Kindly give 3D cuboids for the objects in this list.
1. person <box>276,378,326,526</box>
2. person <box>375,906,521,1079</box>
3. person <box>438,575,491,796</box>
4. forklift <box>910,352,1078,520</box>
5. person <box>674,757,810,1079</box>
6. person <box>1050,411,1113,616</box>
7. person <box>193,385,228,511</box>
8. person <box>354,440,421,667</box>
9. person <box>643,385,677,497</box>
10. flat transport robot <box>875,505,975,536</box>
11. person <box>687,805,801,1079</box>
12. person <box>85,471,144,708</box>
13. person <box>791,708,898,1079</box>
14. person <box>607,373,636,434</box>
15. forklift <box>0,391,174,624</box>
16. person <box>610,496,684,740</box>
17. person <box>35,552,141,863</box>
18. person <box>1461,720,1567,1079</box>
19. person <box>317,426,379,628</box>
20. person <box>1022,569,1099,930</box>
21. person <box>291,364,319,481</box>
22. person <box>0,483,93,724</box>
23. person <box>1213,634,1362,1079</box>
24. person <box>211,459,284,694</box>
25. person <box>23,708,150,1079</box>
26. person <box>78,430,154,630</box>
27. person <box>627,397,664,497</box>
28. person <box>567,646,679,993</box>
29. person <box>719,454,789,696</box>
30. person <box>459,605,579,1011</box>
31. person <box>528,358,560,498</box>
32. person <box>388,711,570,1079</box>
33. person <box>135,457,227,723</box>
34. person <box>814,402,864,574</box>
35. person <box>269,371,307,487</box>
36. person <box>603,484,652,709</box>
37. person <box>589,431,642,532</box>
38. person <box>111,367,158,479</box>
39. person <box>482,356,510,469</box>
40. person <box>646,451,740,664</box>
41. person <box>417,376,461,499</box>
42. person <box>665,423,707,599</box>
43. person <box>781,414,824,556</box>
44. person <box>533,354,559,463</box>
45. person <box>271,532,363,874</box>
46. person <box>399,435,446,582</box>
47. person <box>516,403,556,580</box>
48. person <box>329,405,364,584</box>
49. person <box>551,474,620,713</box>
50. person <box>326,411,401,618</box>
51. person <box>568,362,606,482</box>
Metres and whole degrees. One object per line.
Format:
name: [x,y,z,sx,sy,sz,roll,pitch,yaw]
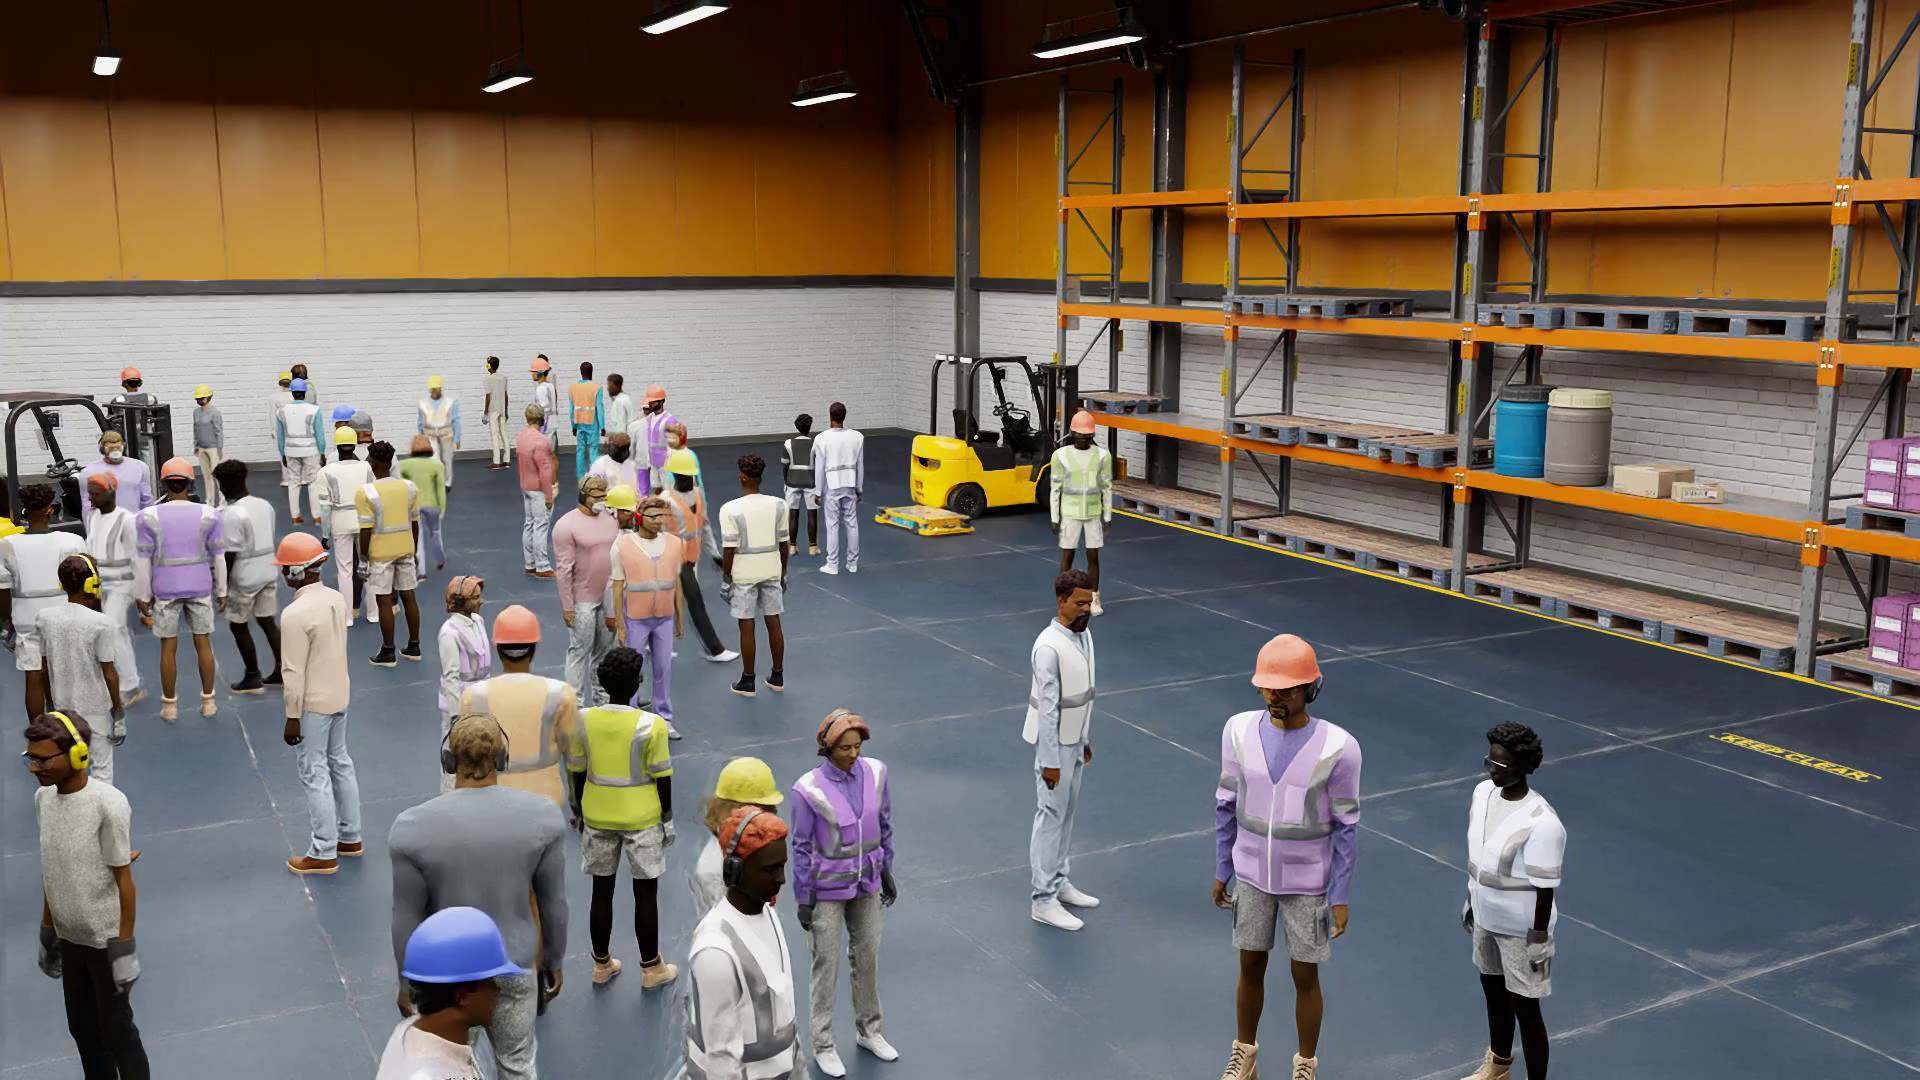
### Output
person: [-8.595,-1.142,21.748,0.606,1.939,0.416,0,10,1]
person: [-1.313,1.894,4.285,0.422,1.931,0.693,-3,10,-17]
person: [-3.026,1.019,10.187,0.316,1.630,0.510,1,10,4]
forklift: [0.460,-1.461,22.833,2.313,2.155,1.214,-5,11,-28]
person: [-0.836,1.653,6.335,0.862,1.708,0.492,4,11,21]
person: [1.194,-0.253,16.333,0.613,2.036,0.390,-1,10,-6]
person: [-10.397,-1.269,22.994,0.529,1.761,0.340,5,11,28]
person: [-4.950,0.116,14.410,0.369,1.965,0.608,7,12,37]
person: [-3.748,-0.966,20.750,0.388,1.930,0.544,-10,14,-44]
flat transport robot: [-0.464,-0.266,21.484,0.652,0.197,1.431,-6,12,-32]
person: [-0.666,1.752,5.229,0.359,1.884,0.573,1,10,6]
person: [-6.710,0.396,13.064,0.594,1.868,0.509,7,12,37]
person: [-0.512,1.525,7.268,0.524,1.631,0.313,-8,13,-40]
person: [-4.702,-1.390,23.267,0.443,1.902,0.662,-1,10,-7]
forklift: [-9.026,-0.363,16.508,1.214,2.155,2.313,6,11,29]
person: [-2.275,0.580,12.124,0.560,1.838,0.378,-7,12,-37]
person: [-5.066,1.001,9.633,0.512,1.861,0.325,2,10,9]
person: [2.264,1.566,6.870,0.321,1.693,0.539,-3,10,-16]
person: [-5.823,-0.124,15.903,0.588,1.927,0.366,-8,12,-37]
person: [0.547,1.094,8.923,0.397,1.917,0.590,4,11,22]
person: [-10.256,-1.833,26.020,0.429,1.837,0.624,-6,11,-30]
person: [-6.470,0.570,11.794,0.617,1.964,0.361,-4,11,-22]
person: [1.325,1.387,6.868,0.605,2.045,0.376,6,11,30]
person: [-5.741,0.311,13.394,0.440,1.934,0.656,2,10,11]
person: [-3.387,1.556,6.448,0.521,1.857,0.343,5,11,27]
person: [-7.907,-0.078,15.658,0.377,1.927,0.635,10,14,44]
person: [-3.970,-0.979,21.325,0.563,1.751,0.342,-1,10,-5]
person: [-1.629,1.350,8.074,0.540,1.696,0.317,3,10,14]
person: [-1.661,0.282,13.453,0.609,1.965,0.369,-6,12,-32]
person: [-2.129,1.246,8.145,0.558,1.881,1.023,-2,10,-10]
person: [-6.051,-1.618,24.169,0.396,2.042,0.610,0,10,-2]
person: [-1.751,1.578,6.125,0.636,1.928,0.380,-5,11,-27]
person: [-5.944,0.377,12.733,0.613,2.029,0.409,-6,11,-29]
person: [-1.343,-0.575,18.527,0.591,1.919,0.392,-5,11,-28]
person: [-10.253,-1.693,25.401,0.533,1.767,0.326,-6,12,-32]
person: [-2.611,0.470,12.805,0.403,1.820,0.603,1,10,6]
person: [-3.388,-0.170,16.463,0.445,1.823,0.651,5,11,26]
person: [-11.075,-1.304,22.365,0.374,2.044,0.607,9,13,40]
person: [-7.679,-2.107,27.482,0.327,1.874,0.521,6,12,33]
person: [-2.390,0.151,14.503,0.989,1.883,0.587,3,10,19]
person: [-7.610,-1.512,24.313,0.607,1.788,0.915,-2,10,-11]
person: [-2.855,-0.310,17.257,0.424,1.831,0.586,-4,11,-23]
person: [-1.836,-0.644,19.582,0.536,1.690,0.319,1,10,6]
person: [-7.004,-2.202,28.047,0.310,1.864,0.532,6,12,32]
person: [-3.745,0.937,9.645,0.398,1.986,0.607,1,10,4]
person: [-5.909,-0.372,18.327,0.501,1.582,0.869,-2,10,-14]
person: [-4.620,-0.532,18.216,0.359,1.939,0.635,-7,12,-37]
person: [-6.564,-0.490,17.951,0.617,1.946,0.393,9,13,40]
person: [-2.768,0.457,12.541,0.373,1.935,0.628,6,12,32]
person: [-5.848,-0.259,16.355,0.689,2.000,0.539,-4,11,-22]
person: [-5.687,-1.758,25.367,0.587,1.911,0.397,3,10,19]
